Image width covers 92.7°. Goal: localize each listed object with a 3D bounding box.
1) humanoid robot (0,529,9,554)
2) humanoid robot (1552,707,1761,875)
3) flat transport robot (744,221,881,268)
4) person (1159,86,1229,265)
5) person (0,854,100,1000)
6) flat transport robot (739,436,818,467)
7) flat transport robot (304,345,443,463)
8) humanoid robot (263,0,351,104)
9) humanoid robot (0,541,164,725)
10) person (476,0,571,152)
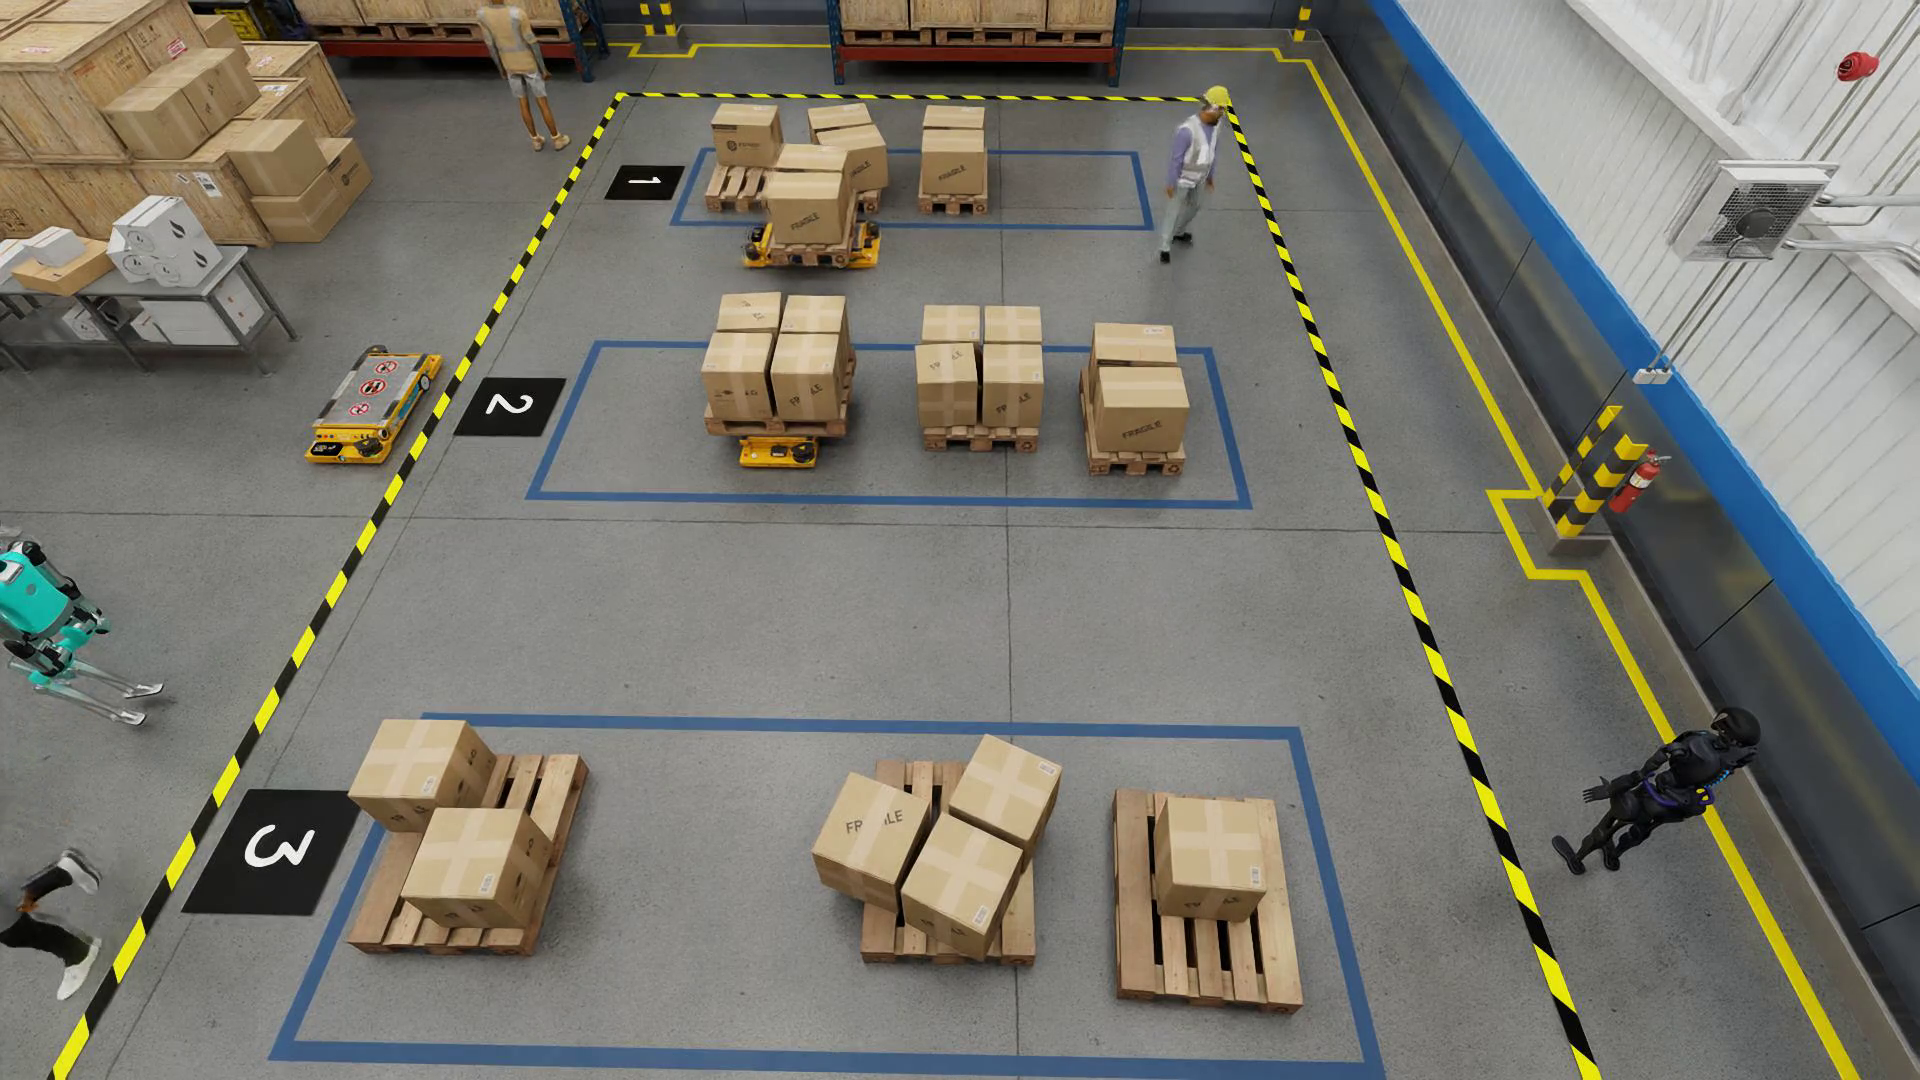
[{"bbox_3d":[-7.898,-0.496,6.863,0.800,1.837,0.551,9,50,8],"label":"humanoid robot"},{"bbox_3d":[3.955,1.445,5.212,0.599,1.657,0.315,-1,50,-1],"label":"humanoid robot"},{"bbox_3d":[-1.615,-3.284,10.127,1.431,0.197,0.652,1,50,1],"label":"flat transport robot"},{"bbox_3d":[2.408,-3.791,9.589,0.680,1.782,0.406,-33,57,-25],"label":"person"},{"bbox_3d":[-5.233,1.798,4.826,0.619,1.826,0.662,-1,50,-1],"label":"person"},{"bbox_3d":[-1.582,-1.235,8.394,0.652,0.197,1.431,1,50,1],"label":"flat transport robot"},{"bbox_3d":[-5.383,-1.269,8.441,0.659,0.231,1.431,1,50,1],"label":"flat transport robot"},{"bbox_3d":[-8.650,-6.490,11.937,0.556,1.642,0.610,1,50,1],"label":"humanoid robot"},{"bbox_3d":[-5.855,0.605,5.805,0.735,1.677,0.533,0,50,0],"label":"humanoid robot"},{"bbox_3d":[-5.292,-5.730,11.054,0.604,2.045,0.377,1,50,1],"label":"person"}]
